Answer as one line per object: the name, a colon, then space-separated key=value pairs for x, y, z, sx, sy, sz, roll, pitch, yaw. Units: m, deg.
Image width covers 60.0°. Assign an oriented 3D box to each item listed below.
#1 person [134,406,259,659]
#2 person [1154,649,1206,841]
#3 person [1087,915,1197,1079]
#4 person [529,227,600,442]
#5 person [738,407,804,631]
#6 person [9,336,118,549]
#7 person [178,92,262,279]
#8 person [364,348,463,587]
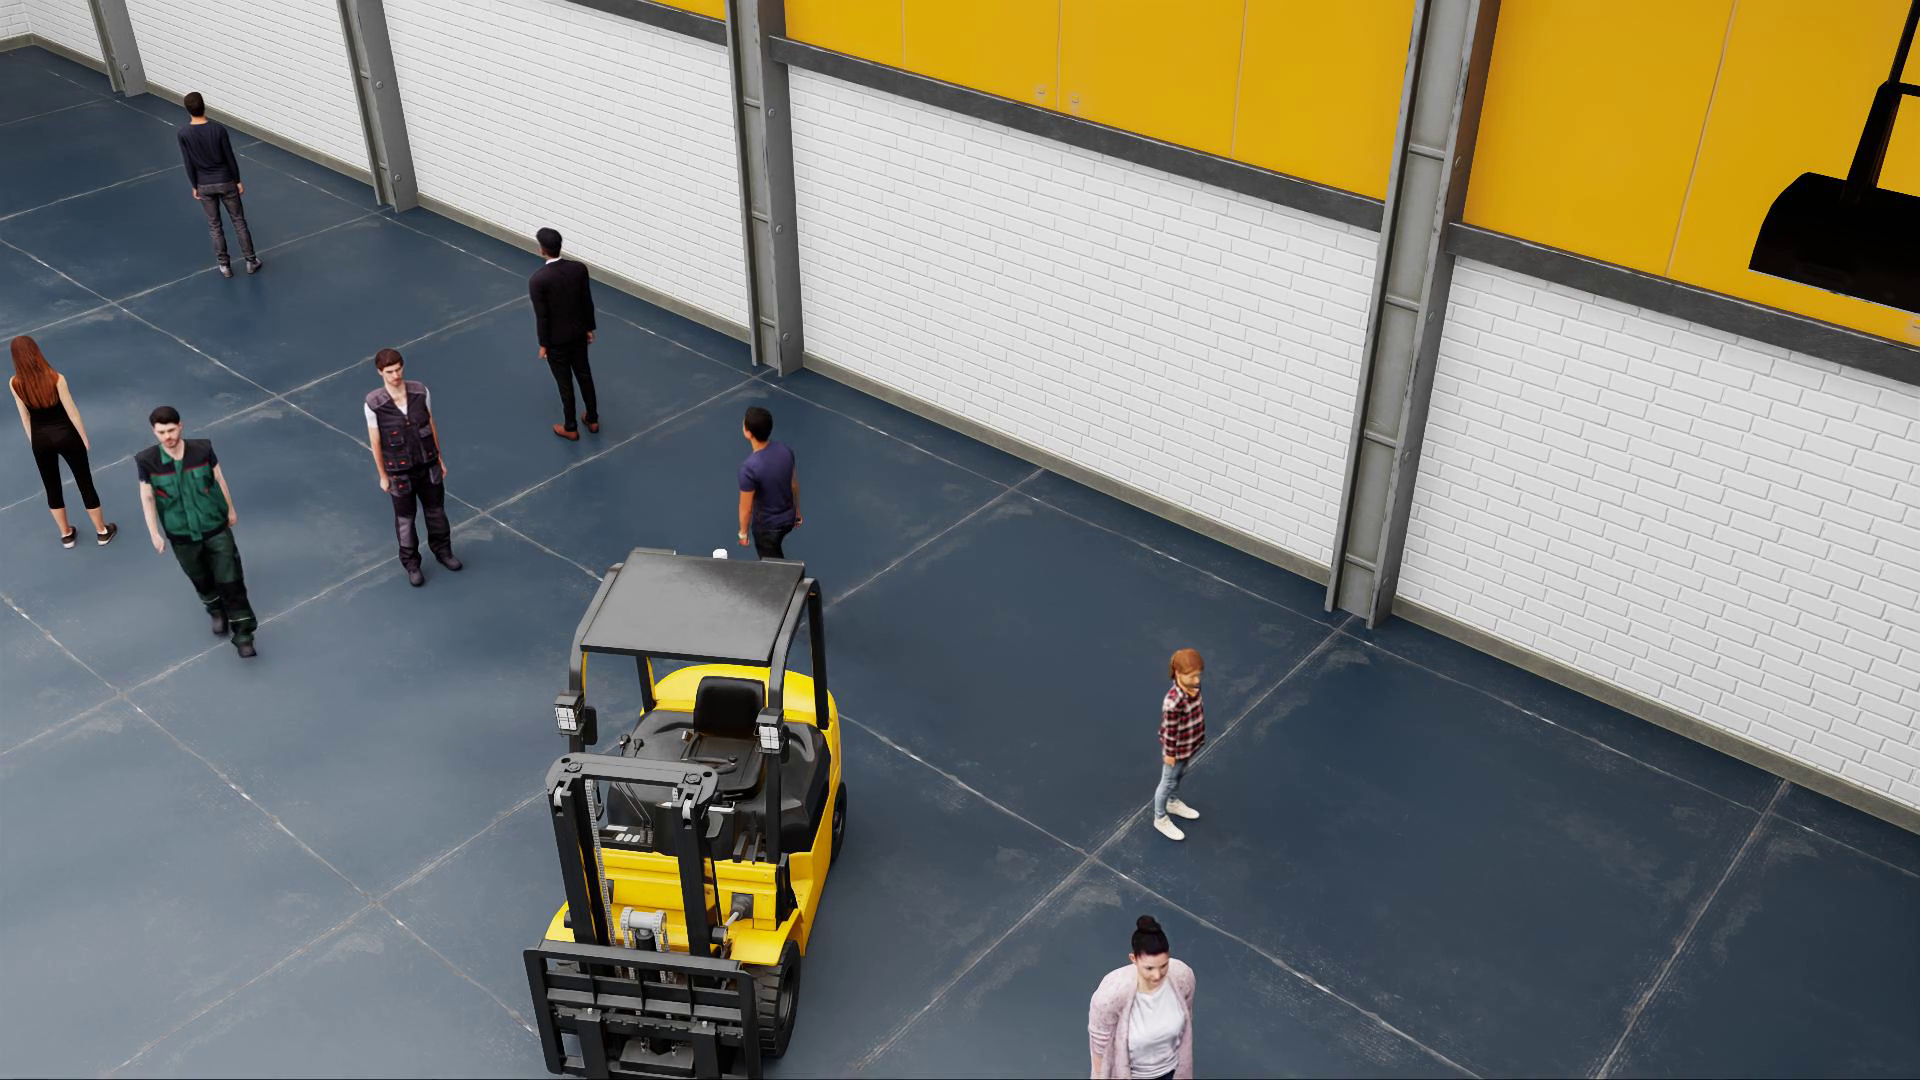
person: x=-5.255 y=-0.114 z=11.441 sx=1.023 sy=1.858 sz=1.239 roll=-14 pitch=36 yaw=-20
person: x=1.308 y=1.190 z=9.977 sx=0.520 sy=1.306 sz=0.541 roll=21 pitch=39 yaw=28
person: x=0.837 y=2.409 z=7.748 sx=0.790 sy=1.744 sz=0.803 roll=-11 pitch=35 yaw=-16
person: x=-3.280 y=-1.713 z=13.826 sx=0.717 sy=1.880 sz=0.581 roll=-28 pitch=43 yaw=-35
person: x=-1.230 y=-0.089 z=11.474 sx=0.585 sy=1.779 sz=0.671 roll=24 pitch=40 yaw=31
person: x=-6.796 y=-0.733 z=12.494 sx=0.647 sy=1.722 sz=0.693 roll=-6 pitch=34 yaw=-8
person: x=-7.411 y=-3.539 z=16.582 sx=0.710 sy=1.871 sz=0.711 roll=-12 pitch=36 yaw=-18
person: x=-4.006 y=-0.557 z=12.114 sx=0.692 sy=1.849 sz=0.634 roll=-24 pitch=40 yaw=-31
